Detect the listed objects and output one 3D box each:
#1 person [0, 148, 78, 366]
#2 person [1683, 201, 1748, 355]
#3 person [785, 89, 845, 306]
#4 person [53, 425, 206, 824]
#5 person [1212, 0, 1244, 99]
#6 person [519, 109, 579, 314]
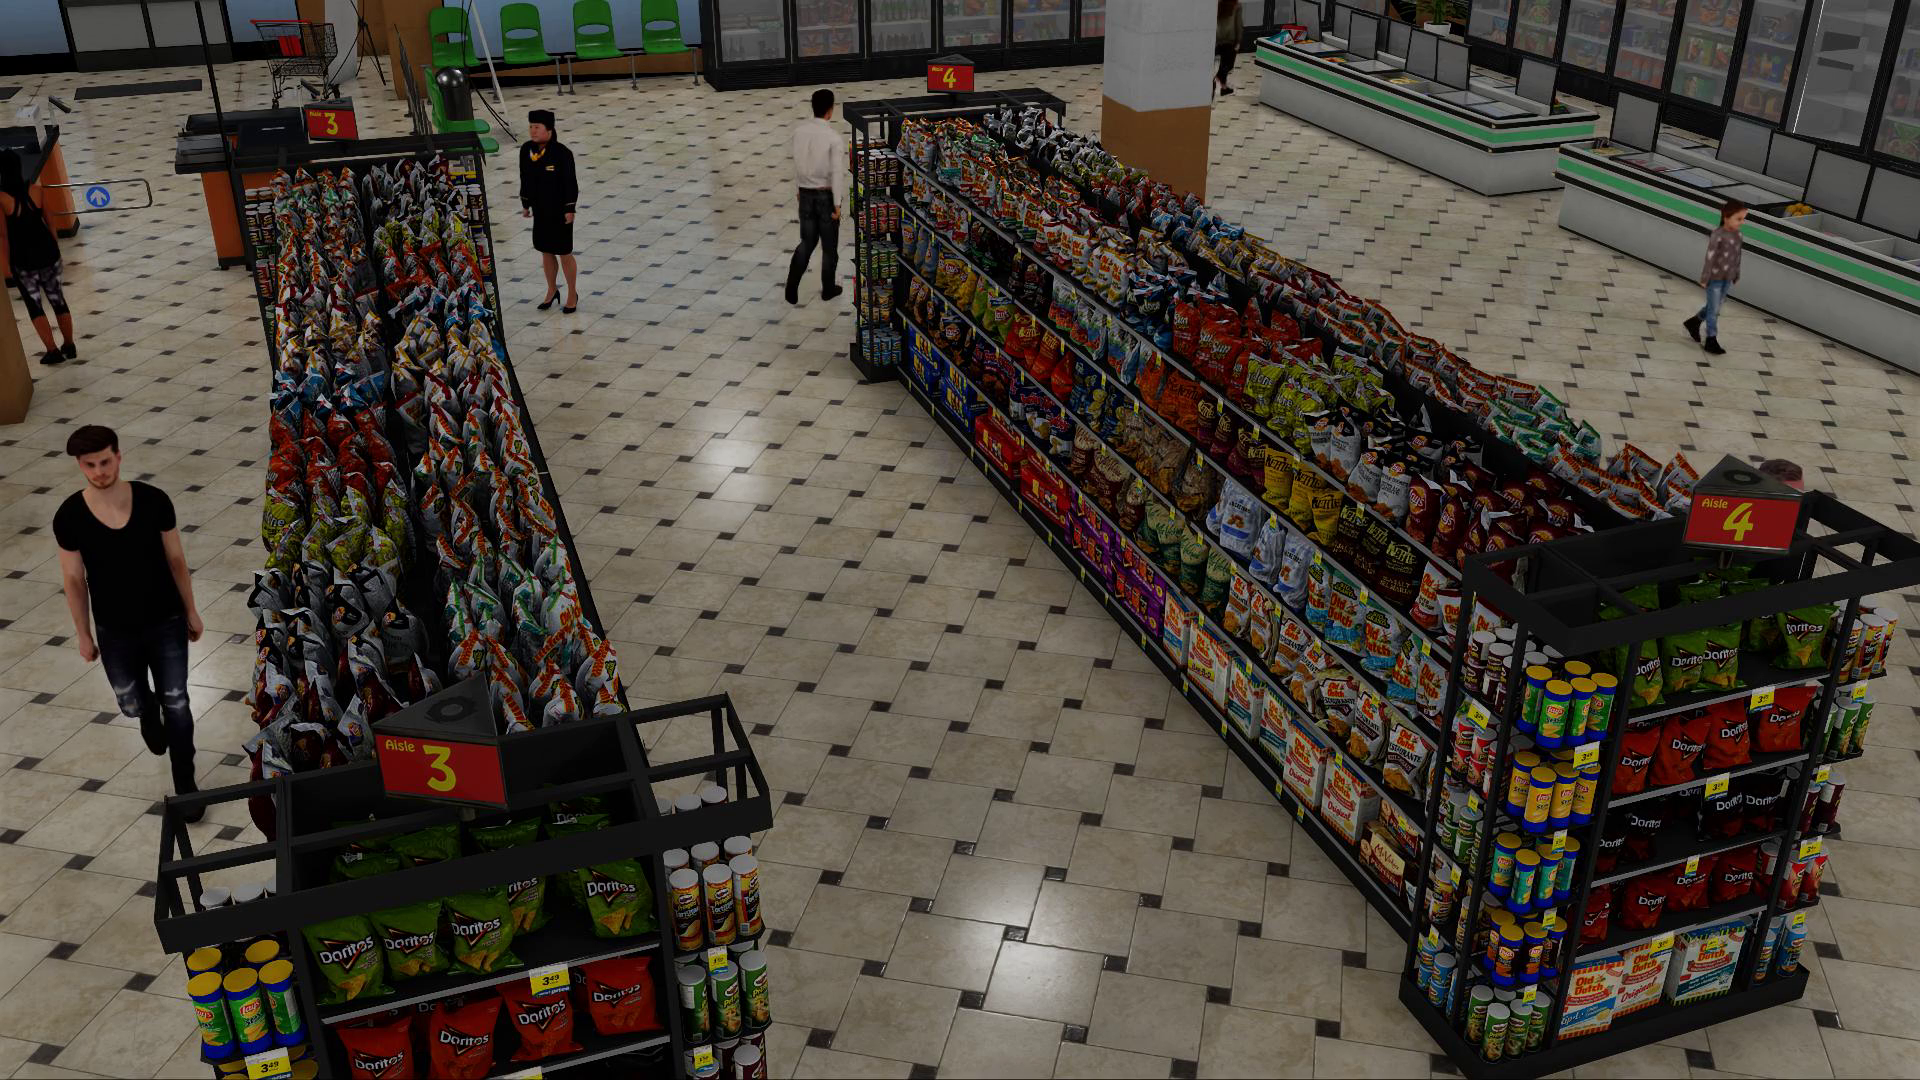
[{"bbox_3d":[-7.041,-2.164,12.667,0.730,1.676,0.700,19,33,33],"label":"person"},{"bbox_3d":[5.943,-2.094,13.070,0.496,1.186,0.719,-10,29,-19],"label":"person"},{"bbox_3d":[-1.231,-2.786,13.773,1.034,1.785,1.106,11,29,21],"label":"person"},{"bbox_3d":[-3.712,0.331,7.525,0.751,1.878,1.054,-14,30,-25],"label":"person"},{"bbox_3d":[3.363,-6.341,21.144,0.934,1.458,0.882,23,35,37],"label":"person"},{"bbox_3d":[-3.377,-2.718,13.766,0.798,1.671,0.857,12,29,22],"label":"person"}]
